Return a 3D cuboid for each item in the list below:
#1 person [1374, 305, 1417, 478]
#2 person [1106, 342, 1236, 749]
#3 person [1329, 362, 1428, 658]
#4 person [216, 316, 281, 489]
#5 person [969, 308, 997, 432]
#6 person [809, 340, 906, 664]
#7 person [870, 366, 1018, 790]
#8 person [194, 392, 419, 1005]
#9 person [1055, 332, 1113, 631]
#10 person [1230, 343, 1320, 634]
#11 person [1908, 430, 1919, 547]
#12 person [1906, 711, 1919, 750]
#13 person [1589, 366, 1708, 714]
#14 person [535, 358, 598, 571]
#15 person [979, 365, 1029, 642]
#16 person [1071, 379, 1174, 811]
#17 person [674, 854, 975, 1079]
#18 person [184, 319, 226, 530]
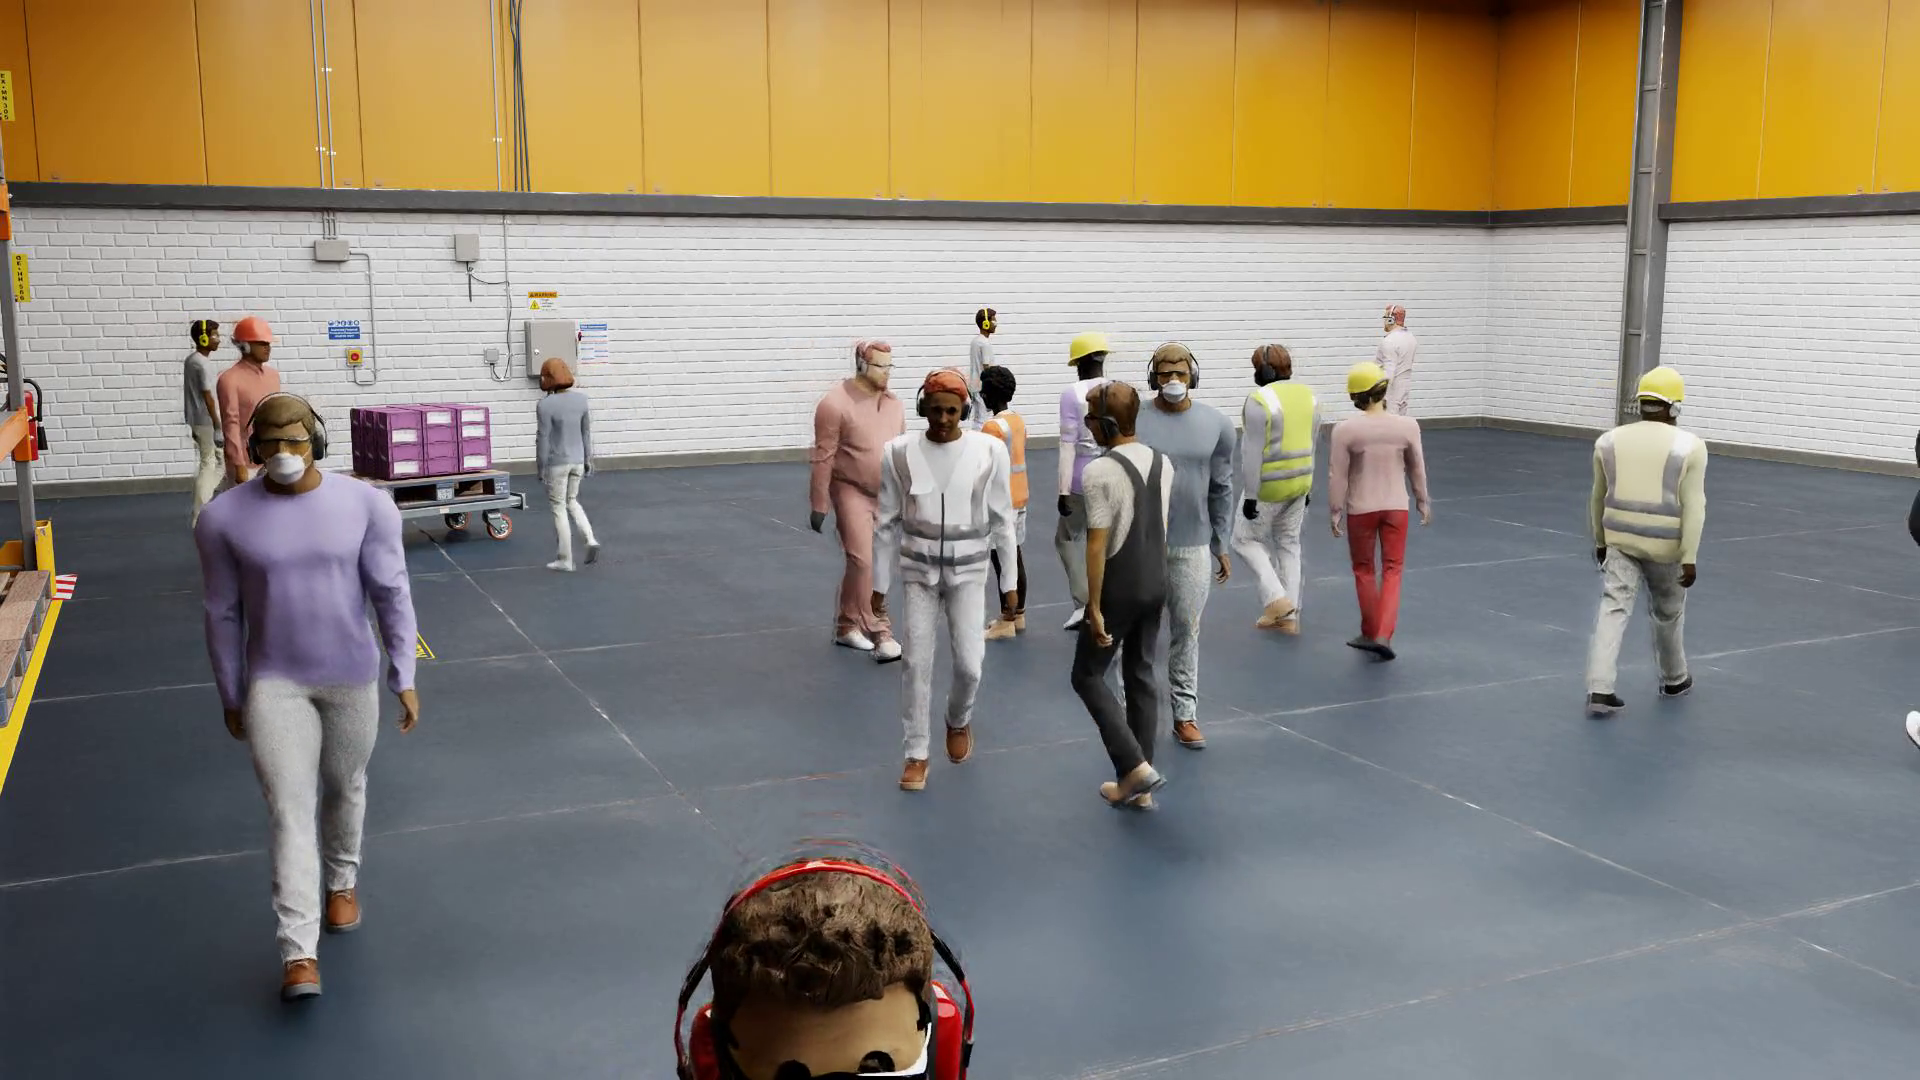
[{"bbox_3d":[4.691,-1.595,18.092,0.409,1.907,0.651,7,11,35],"label":"person"},{"bbox_3d":[0.991,0.033,7.898,0.629,1.940,0.379,0,9,-2],"label":"person"},{"bbox_3d":[2.461,-0.168,9.749,0.617,1.737,0.525,0,9,1],"label":"person"},{"bbox_3d":[-4.869,-0.567,11.680,1.025,1.910,0.653,3,10,18],"label":"person"},{"bbox_3d":[0.266,-1.595,18.262,0.335,1.856,0.521,-2,9,-15],"label":"person"},{"bbox_3d":[-0.471,-0.219,9.698,0.927,1.860,0.666,8,12,42],"label":"person"},{"bbox_3d":[-0.066,0.164,7.304,0.674,1.866,0.493,1,9,4],"label":"person"},{"bbox_3d":[-2.097,0.466,5.383,0.645,1.890,1.016,-3,10,-21],"label":"person"},{"bbox_3d":[0.820,-0.349,10.415,0.625,1.885,0.489,-6,11,-34],"label":"person"},{"bbox_3d":[1.961,-0.310,10.377,0.660,1.822,0.455,-7,11,-36],"label":"person"},{"bbox_3d":[6.525,-0.490,10.823,0.701,2.000,0.538,-8,12,-40],"label":"person"},{"bbox_3d":[4.557,0.172,7.252,0.601,1.862,0.995,1,9,6],"label":"person"},{"bbox_3d":[3.541,-0.001,8.584,0.615,1.787,0.932,9,13,44],"label":"person"},{"bbox_3d":[-2.999,-0.567,12.591,0.376,1.620,0.524,6,11,33],"label":"person"},{"bbox_3d":[0.253,-0.225,10.240,0.317,1.697,0.540,3,10,18],"label":"person"},{"bbox_3d":[0.694,0.246,6.944,0.537,1.828,0.415,-6,11,-34],"label":"person"},{"bbox_3d":[-0.099,1.134,1.510,0.580,1.802,0.945,-2,9,-13],"label":"person"},{"bbox_3d":[-6.624,-1.008,14.627,0.440,1.849,0.552,-6,11,-32],"label":"person"}]
